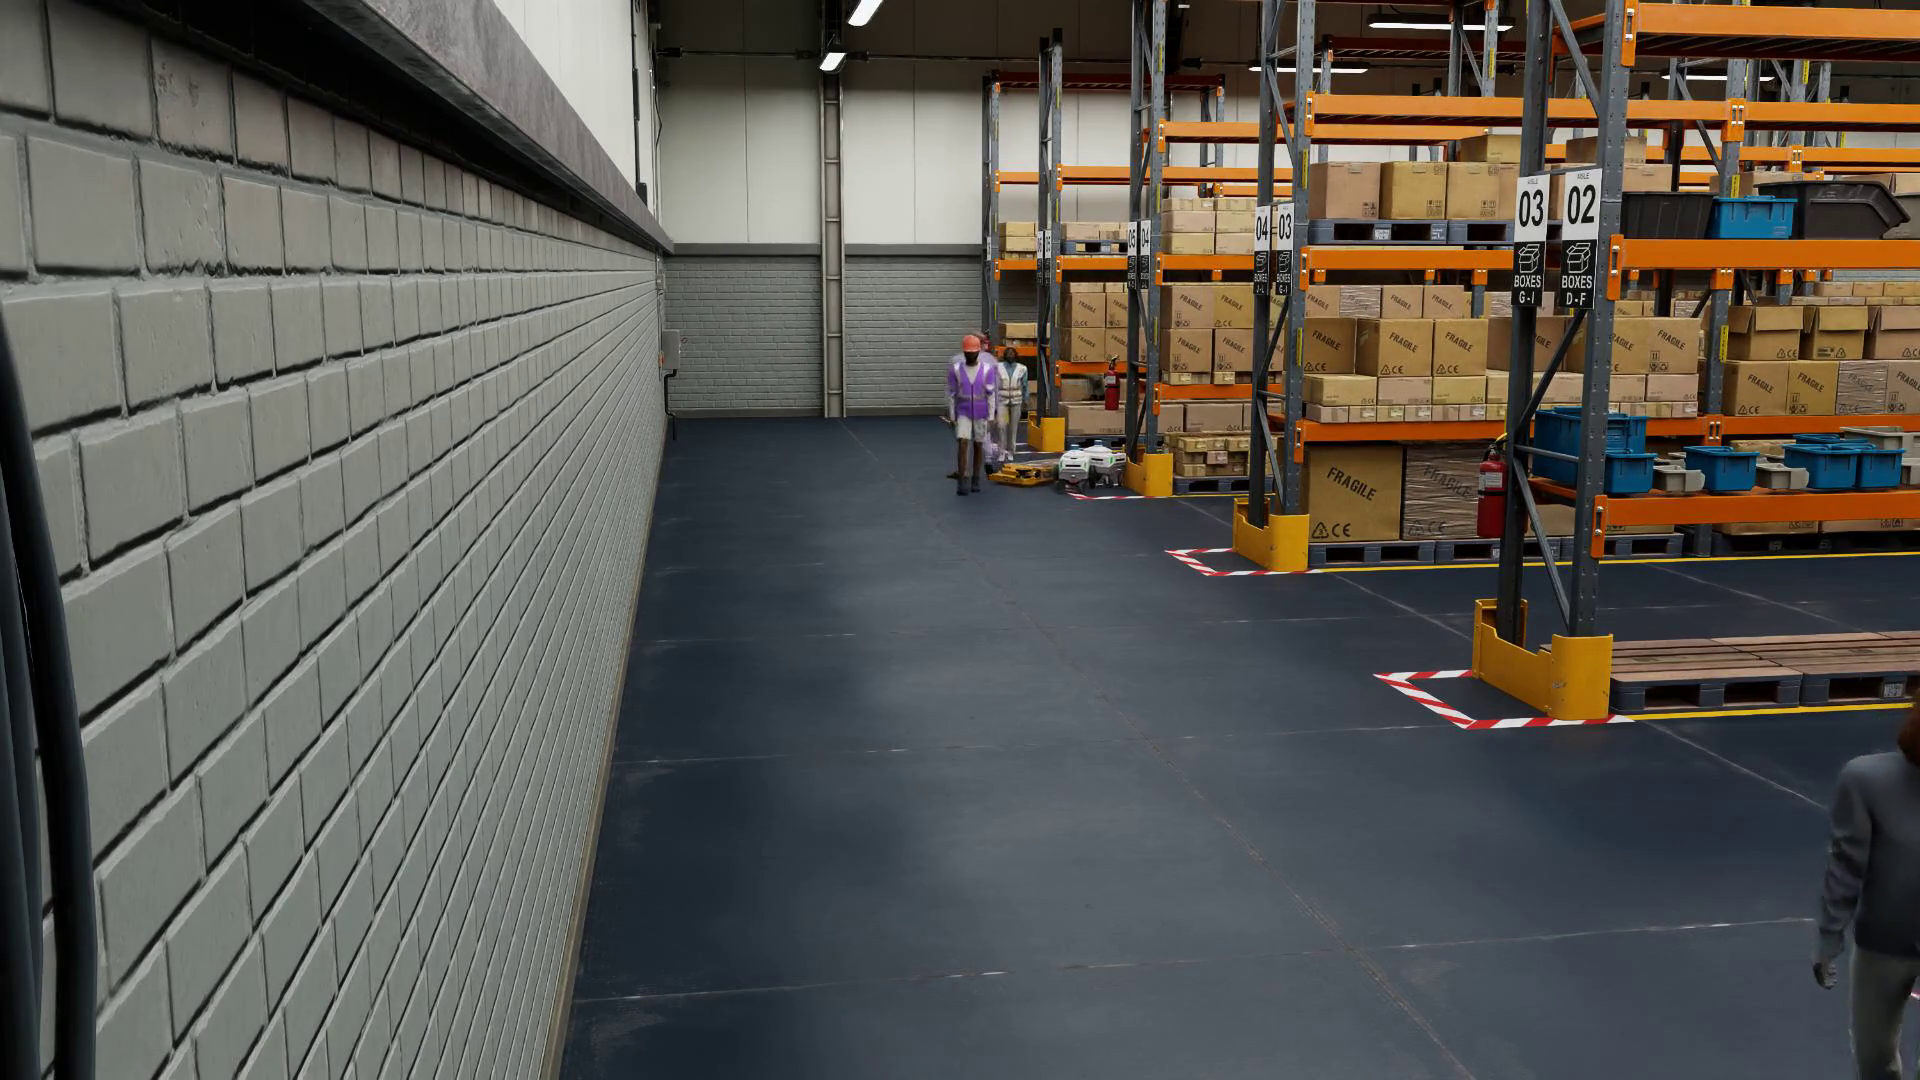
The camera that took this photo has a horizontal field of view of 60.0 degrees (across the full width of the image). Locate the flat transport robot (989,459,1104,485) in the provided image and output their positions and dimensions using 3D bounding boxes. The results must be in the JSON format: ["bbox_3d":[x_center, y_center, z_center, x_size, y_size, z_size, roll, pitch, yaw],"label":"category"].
[{"bbox_3d":[1.115,-0.876,20.993,1.431,0.197,0.652,-7,12,-39],"label":"flat transport robot"}]

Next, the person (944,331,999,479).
[{"bbox_3d":[0.172,-1.700,21.124,0.744,1.885,0.494,-4,10,-21],"label":"person"}]

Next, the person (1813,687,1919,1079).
[{"bbox_3d":[2.663,1.118,4.596,0.500,1.603,0.762,6,11,34],"label":"person"}]

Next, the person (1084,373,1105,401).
[{"bbox_3d":[2.110,-2.697,26.896,0.750,2.011,0.617,-1,9,-6],"label":"person"}]

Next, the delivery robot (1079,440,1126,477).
[{"bbox_3d":[1.701,-0.987,20.514,0.707,0.478,0.477,8,13,42],"label":"delivery robot"}]

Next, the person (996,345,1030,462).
[{"bbox_3d":[0.695,-1.878,22.995,0.550,1.613,0.659,-1,9,-3],"label":"person"}]

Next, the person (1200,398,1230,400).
[{"bbox_3d":[4.369,-2.845,28.177,0.902,1.888,0.632,-5,10,-27],"label":"person"}]

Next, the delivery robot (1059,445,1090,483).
[{"bbox_3d":[1.377,-0.905,20.008,0.477,0.478,0.707,1,9,7],"label":"delivery robot"}]

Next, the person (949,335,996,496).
[{"bbox_3d":[0.146,-1.466,19.660,0.551,1.884,0.930,0,9,-2],"label":"person"}]
